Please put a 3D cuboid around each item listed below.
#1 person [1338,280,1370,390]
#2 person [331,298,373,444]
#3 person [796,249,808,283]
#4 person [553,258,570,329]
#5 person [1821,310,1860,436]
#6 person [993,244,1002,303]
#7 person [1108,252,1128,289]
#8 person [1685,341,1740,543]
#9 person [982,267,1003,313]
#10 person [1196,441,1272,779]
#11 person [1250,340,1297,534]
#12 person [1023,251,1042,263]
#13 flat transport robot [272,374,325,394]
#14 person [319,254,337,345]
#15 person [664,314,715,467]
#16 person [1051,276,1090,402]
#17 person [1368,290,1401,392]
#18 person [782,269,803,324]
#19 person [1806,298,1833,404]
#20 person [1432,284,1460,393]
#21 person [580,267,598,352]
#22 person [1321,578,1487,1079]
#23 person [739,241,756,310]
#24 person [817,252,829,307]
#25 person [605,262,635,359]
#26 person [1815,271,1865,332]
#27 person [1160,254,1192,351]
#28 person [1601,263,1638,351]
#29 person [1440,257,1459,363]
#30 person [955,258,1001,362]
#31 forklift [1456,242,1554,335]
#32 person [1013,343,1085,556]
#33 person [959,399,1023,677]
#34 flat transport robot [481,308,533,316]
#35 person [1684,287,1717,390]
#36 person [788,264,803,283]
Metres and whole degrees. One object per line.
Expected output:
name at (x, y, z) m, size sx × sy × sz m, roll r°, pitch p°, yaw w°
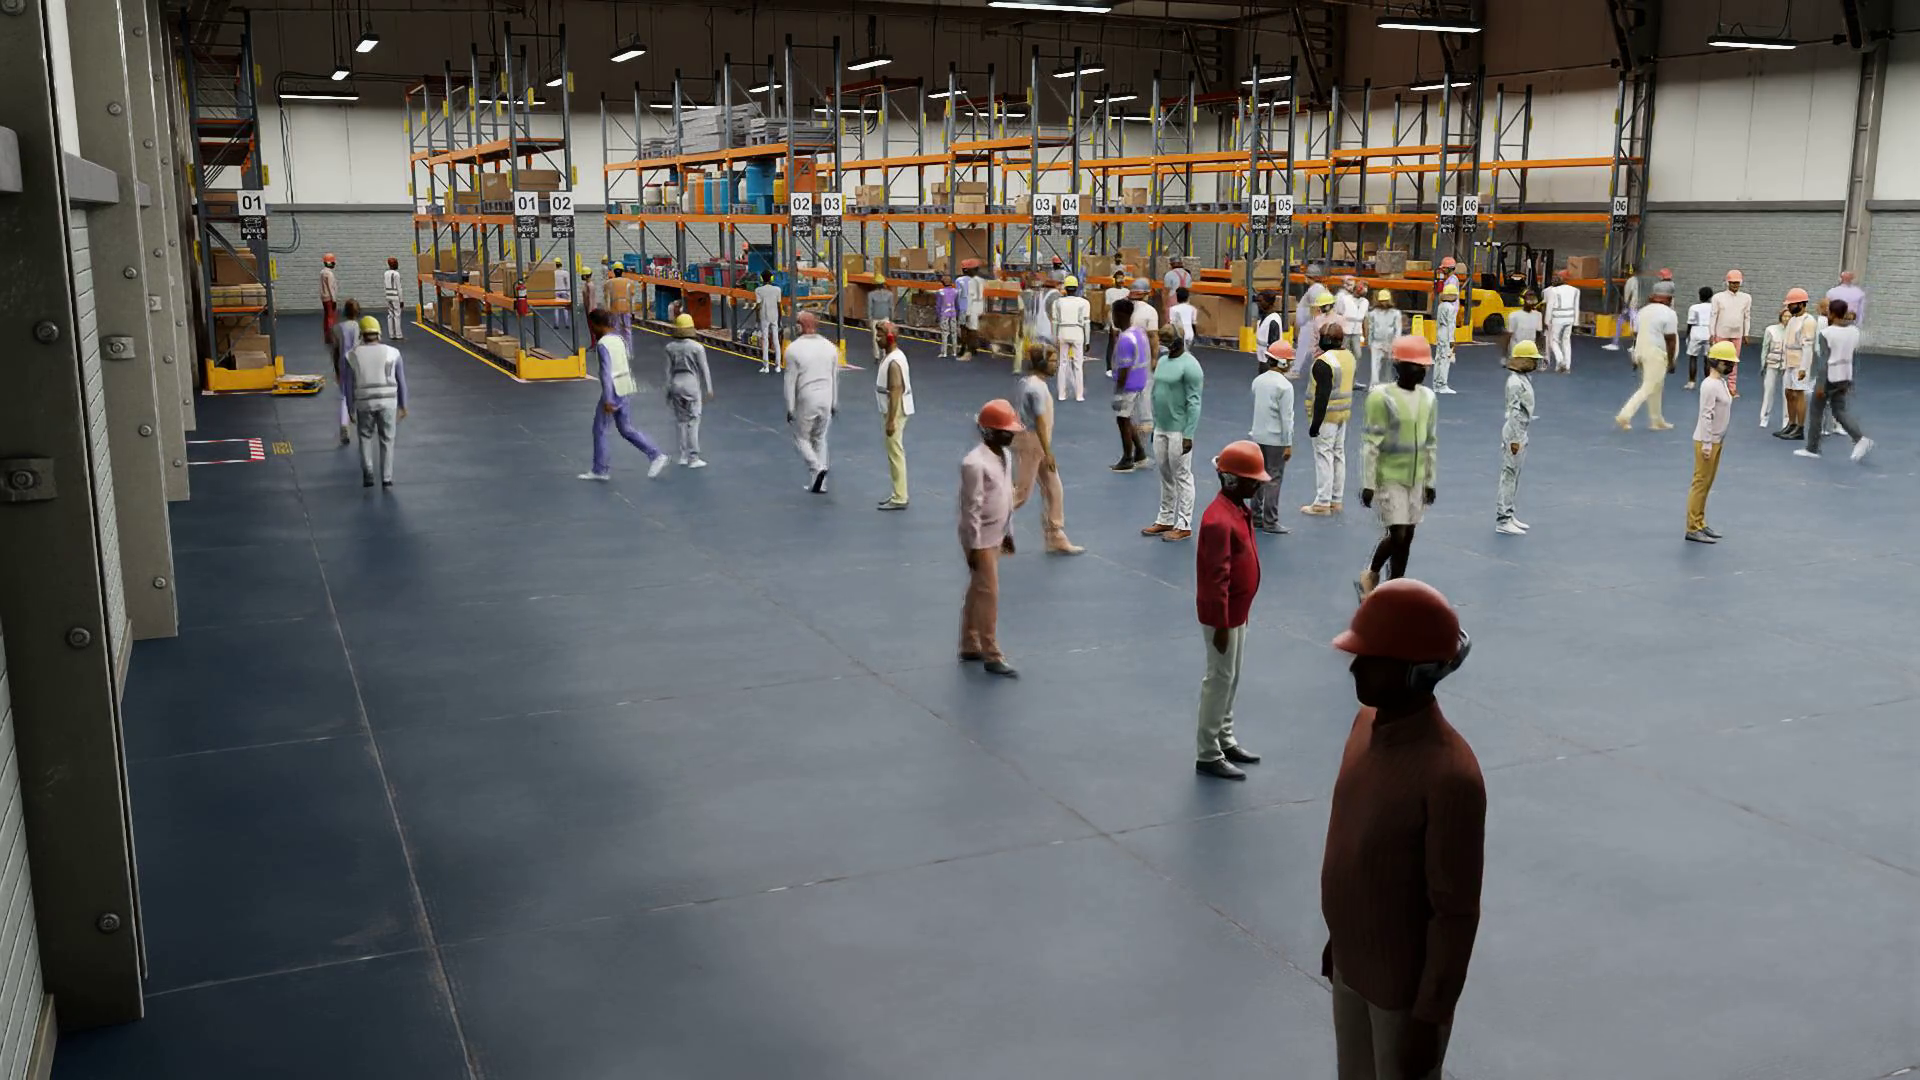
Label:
person at (6.333, -3.314, 26.978) m, size 0.609 × 1.805 × 0.530 m, roll -5°, pitch 12°, yaw -25°
person at (-7.548, -2.084, 20.669) m, size 0.517 × 1.828 × 0.754 m, roll -1°, pitch 11°, yaw -6°
person at (-5.064, -8.282, 52.388) m, size 0.575 × 1.741 × 0.355 m, roll -2°, pitch 11°, yaw -12°
person at (-10.005, -6.151, 41.494) m, size 0.533 × 1.767 × 0.323 m, roll -5°, pitch 12°, yaw -24°
person at (11.418, -2.171, 21.612) m, size 0.518 × 1.632 × 0.313 m, roll -2°, pitch 11°, yaw -9°
person at (1.215, -8.595, 53.610) m, size 0.337 × 1.881 × 0.584 m, roll 0°, pitch 11°, yaw -1°
person at (4.112, -6.525, 43.164) m, size 0.519 × 1.859 × 0.378 m, roll -2°, pitch 11°, yaw -11°
person at (6.625, -0.863, 14.617) m, size 0.320 × 1.767 × 0.534 m, roll 8°, pitch 14°, yaw 34°
person at (0.653, -5.805, 39.454) m, size 0.680 × 1.881 × 0.708 m, roll -4°, pitch 12°, yaw -17°
person at (1.394, 0.353, 8.514) m, size 0.355 × 1.738 × 0.574 m, roll 4°, pitch 12°, yaw 20°
person at (2.847, -0.930, 15.027) m, size 0.350 × 1.744 × 0.557 m, roll -5°, pitch 12°, yaw -24°
person at (2.365, -8.728, 54.228) m, size 0.643 × 1.910 × 0.411 m, roll -2°, pitch 11°, yaw -10°
flat transport robot at (-10.696, -2.529, 26.893) m, size 0.652 × 0.197 × 1.431 m, roll -3°, pitch 12°, yaw -15°
person at (-13.800, -5.267, 36.450) m, size 0.399 × 1.990 × 0.620 m, roll -9°, pitch 14°, yaw -37°
person at (-3.067, -1.701, 18.976) m, size 0.544 × 1.728 × 0.524 m, roll 4°, pitch 12°, yaw 18°
person at (1.696, -3.079, 25.499) m, size 0.590 × 1.918 × 0.396 m, roll 2°, pitch 11°, yaw 12°
person at (6.506, -2.978, 25.538) m, size 0.499 × 1.694 × 0.887 m, roll 3°, pitch 12°, yaw 15°
person at (-3.758, -5.314, 37.595) m, size 0.524 × 1.619 × 0.589 m, roll -7°, pitch 13°, yaw -31°
person at (13.076, -2.851, 25.143) m, size 0.544 × 1.601 × 0.446 m, roll -9°, pitch 14°, yaw -39°
person at (7.819, -3.228, 26.696) m, size 0.317 × 1.742 × 0.492 m, roll -2°, pitch 11°, yaw -8°
person at (-7.744, -4.806, 34.681) m, size 0.334 × 1.763 × 0.522 m, roll -4°, pitch 12°, yaw -21°
person at (1.078, 1.070, 4.205) m, size 0.375 × 1.997 × 0.609 m, roll -2°, pitch 11°, yaw -12°
person at (-6.308, -7.851, 49.470) m, size 0.611 × 2.031 × 0.411 m, roll 3°, pitch 12°, yaw 16°
person at (-4.087, -7.660, 49.256) m, size 0.731 × 1.721 × 0.551 m, roll 4°, pitch 12°, yaw 21°
person at (-6.698, -4.516, 32.794) m, size 0.587 × 1.919 × 0.388 m, roll -4°, pitch 12°, yaw -21°
person at (15.452, -3.778, 29.207) m, size 0.650 × 1.858 × 0.991 m, roll 0°, pitch 11°, yaw 2°
person at (4.470, -4.955, 34.711) m, size 0.685 × 2.000 × 0.535 m, roll -8°, pitch 14°, yaw -35°
person at (13.826, -4.838, 34.632) m, size 0.866 × 1.833 × 0.547 m, roll 2°, pitch 11°, yaw 9°
person at (9.403, -4.427, 32.063) m, size 0.419 × 2.034 × 0.605 m, roll 3°, pitch 11°, yaw 13°
person at (0.349, -4.432, 32.135) m, size 0.839 × 2.012 × 0.614 m, roll 2°, pitch 11°, yaw 12°
forklift at (13.047, -6.049, 39.881) m, size 2.313 × 2.155 × 1.214 m, roll -5°, pitch 12°, yaw -23°
person at (0.565, -0.755, 13.981) m, size 0.913 × 1.811 × 0.521 m, roll 2°, pitch 11°, yaw 10°
person at (0.204, -0.023, 10.465) m, size 0.547 × 1.728 × 0.572 m, roll 4°, pitch 12°, yaw 20°
flat transport robot at (-12.573, -6.370, 46.410) m, size 1.431 × 0.197 × 0.652 m, roll 0°, pitch 11°, yaw 1°
person at (12.111, -3.275, 27.078) m, size 0.559 × 1.682 × 0.381 m, roll 2°, pitch 11°, yaw 8°
person at (-4.301, -6.347, 42.872) m, size 0.508 × 1.619 × 0.387 m, roll -7°, pitch 13°, yaw -31°
